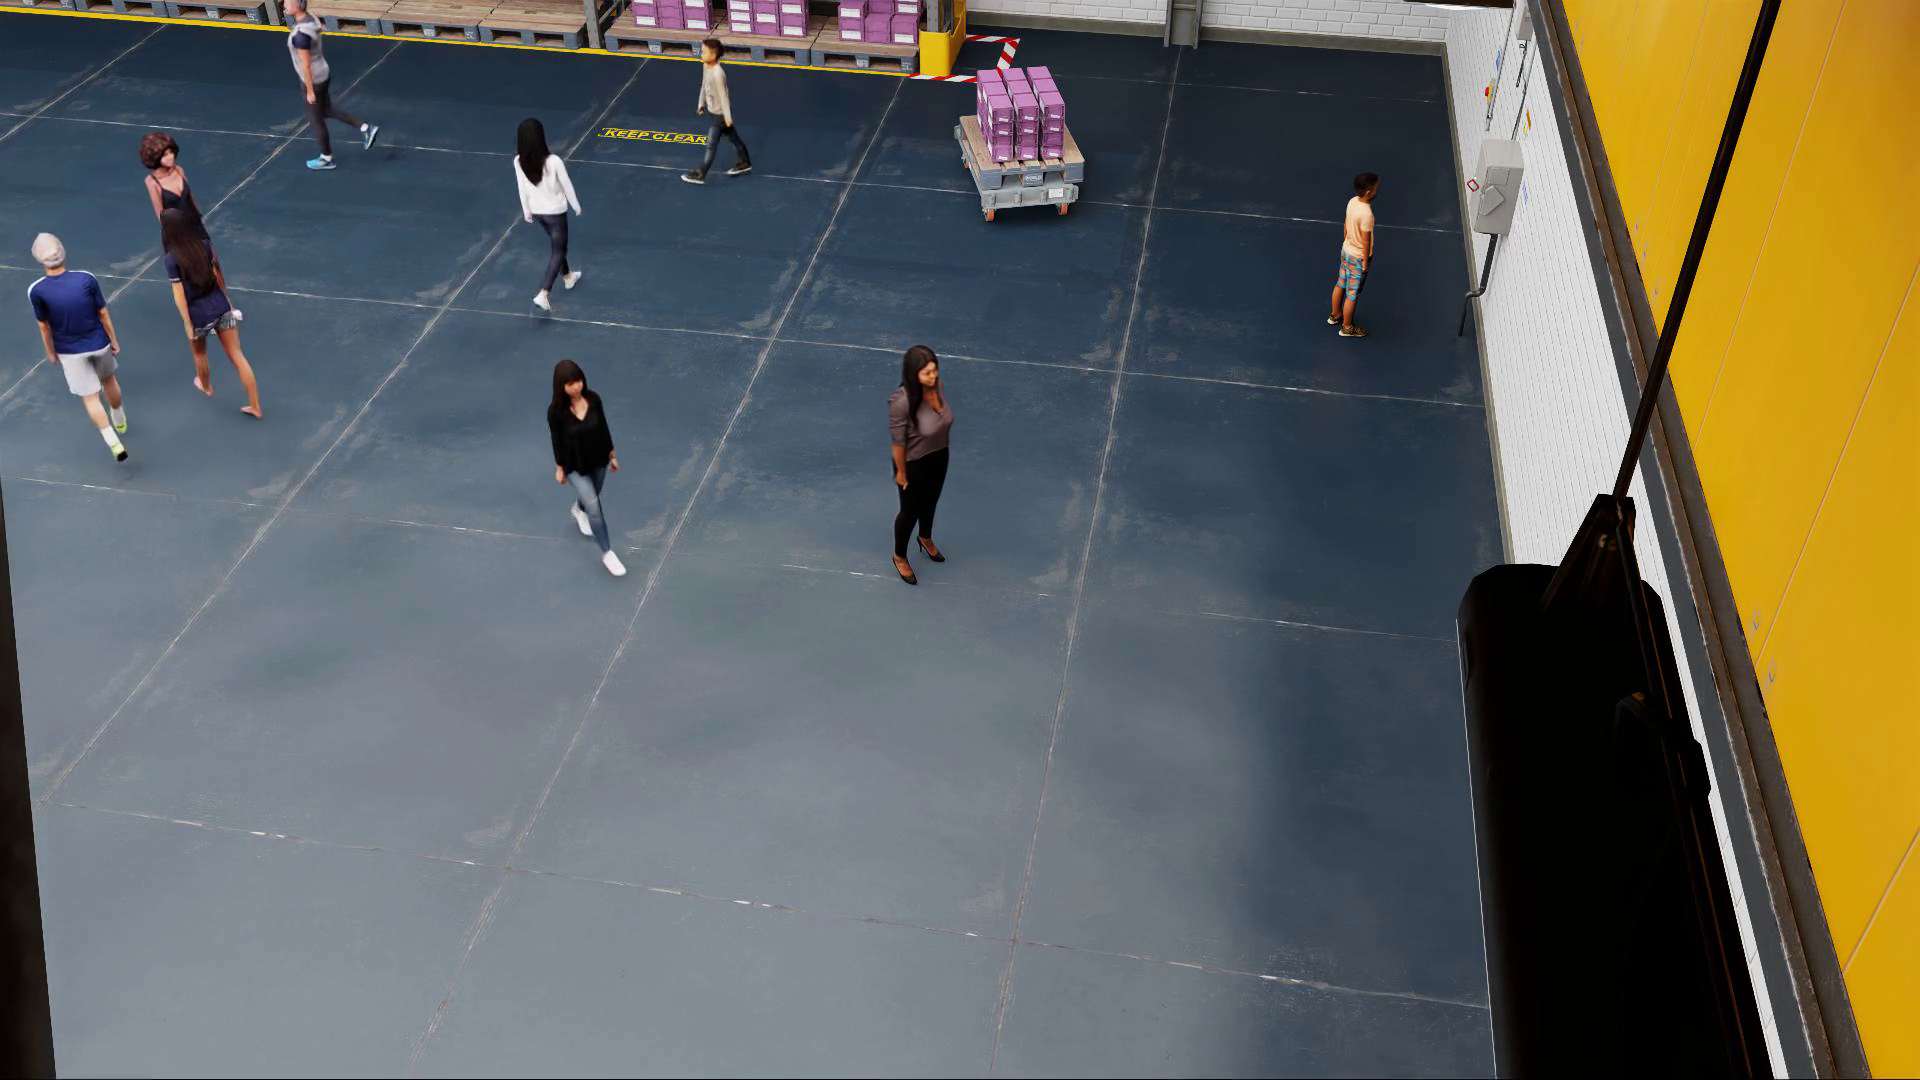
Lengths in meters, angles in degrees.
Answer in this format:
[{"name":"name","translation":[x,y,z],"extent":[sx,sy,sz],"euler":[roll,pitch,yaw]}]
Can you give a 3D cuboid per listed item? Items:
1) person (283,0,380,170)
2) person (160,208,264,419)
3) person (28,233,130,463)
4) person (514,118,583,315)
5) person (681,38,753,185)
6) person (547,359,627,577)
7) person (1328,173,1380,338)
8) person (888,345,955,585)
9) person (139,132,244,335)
[{"name":"person","translation":[-6.254,-4.528,16.380],"extent":[1.091,1.811,0.896],"euler":[-6,39,-7]},{"name":"person","translation":[-5.785,-1.698,12.902],"extent":[1.123,1.728,0.920],"euler":[26,45,29]},{"name":"person","translation":[-6.551,-1.409,12.474],"extent":[1.108,1.811,1.188],"euler":[-26,45,-29]},{"name":"person","translation":[-3.566,-2.761,14.279],"extent":[1.048,1.671,0.774],"euler":[12,40,15]},{"name":"person","translation":[-2.281,-4.193,16.265],"extent":[1.058,1.430,0.898],"euler":[-15,41,-18]},{"name":"person","translation":[-2.642,-0.581,11.590],"extent":[0.992,1.620,1.093],"euler":[-27,46,-30]},{"name":"person","translation":[3.335,-2.419,14.018],"extent":[0.612,1.461,0.598],"euler":[-10,40,-13]},{"name":"person","translation":[-0.277,-0.536,11.356],"extent":[0.757,1.841,0.747],"euler":[26,45,29]},{"name":"person","translation":[-6.538,-2.563,13.939],"extent":[0.683,1.786,0.657],"euler":[17,42,21]}]
